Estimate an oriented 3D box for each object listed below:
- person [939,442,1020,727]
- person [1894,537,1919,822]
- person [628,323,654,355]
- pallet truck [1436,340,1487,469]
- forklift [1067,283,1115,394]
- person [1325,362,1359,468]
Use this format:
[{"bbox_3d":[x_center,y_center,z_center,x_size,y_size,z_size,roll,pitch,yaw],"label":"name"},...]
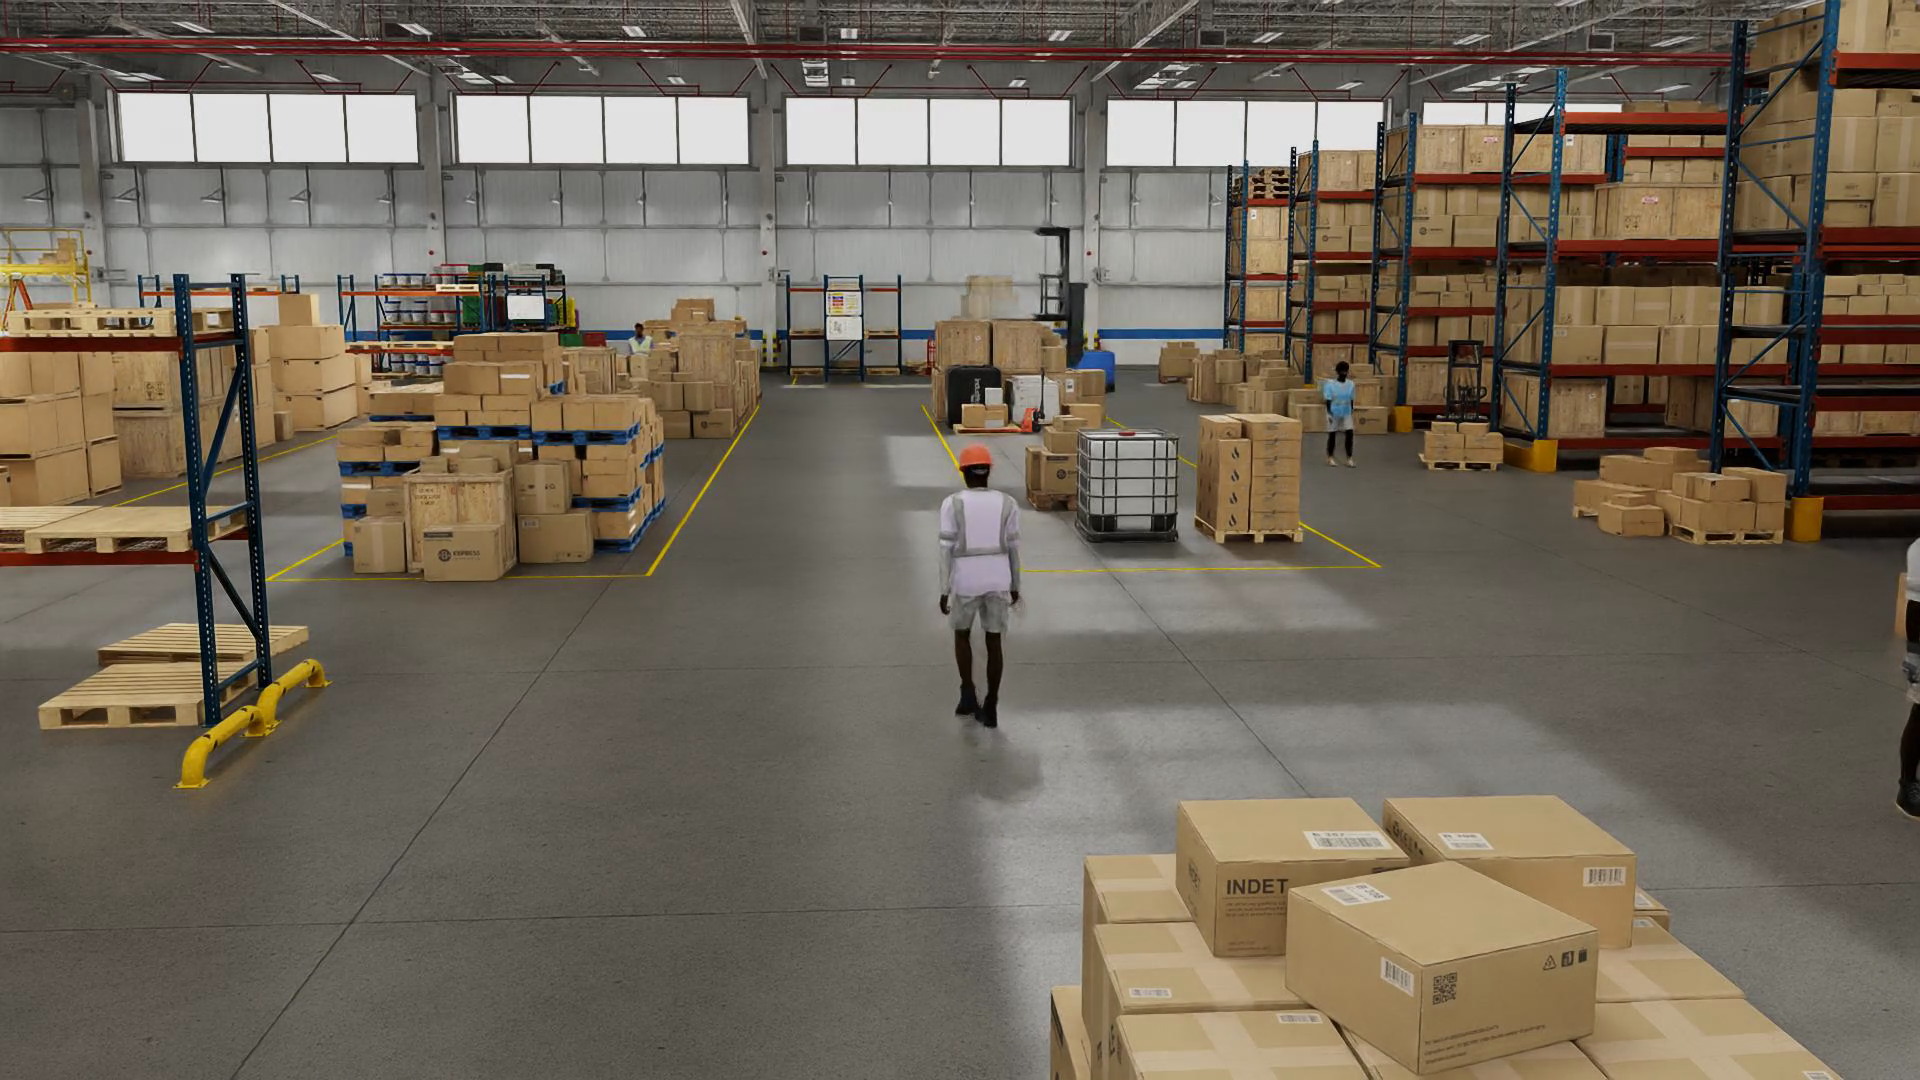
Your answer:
[{"bbox_3d":[0.138,0.299,11.246,0.579,1.893,0.577,-2,9,-11],"label":"person"},{"bbox_3d":[5.508,0.586,9.210,0.613,1.963,0.362,-2,9,-12],"label":"person"},{"bbox_3d":[-7.466,-4.108,38.887,0.638,1.893,0.664,0,9,3],"label":"person"},{"bbox_3d":[8.004,-2.170,26.422,0.823,1.965,1.885,2,9,14],"label":"pallet truck"},{"bbox_3d":[2.967,-5.143,42.324,1.873,2.768,1.129,-1,9,-4],"label":"forklift"},{"bbox_3d":[5.980,-1.944,26.050,0.538,1.667,0.784,-1,9,-8],"label":"person"}]
